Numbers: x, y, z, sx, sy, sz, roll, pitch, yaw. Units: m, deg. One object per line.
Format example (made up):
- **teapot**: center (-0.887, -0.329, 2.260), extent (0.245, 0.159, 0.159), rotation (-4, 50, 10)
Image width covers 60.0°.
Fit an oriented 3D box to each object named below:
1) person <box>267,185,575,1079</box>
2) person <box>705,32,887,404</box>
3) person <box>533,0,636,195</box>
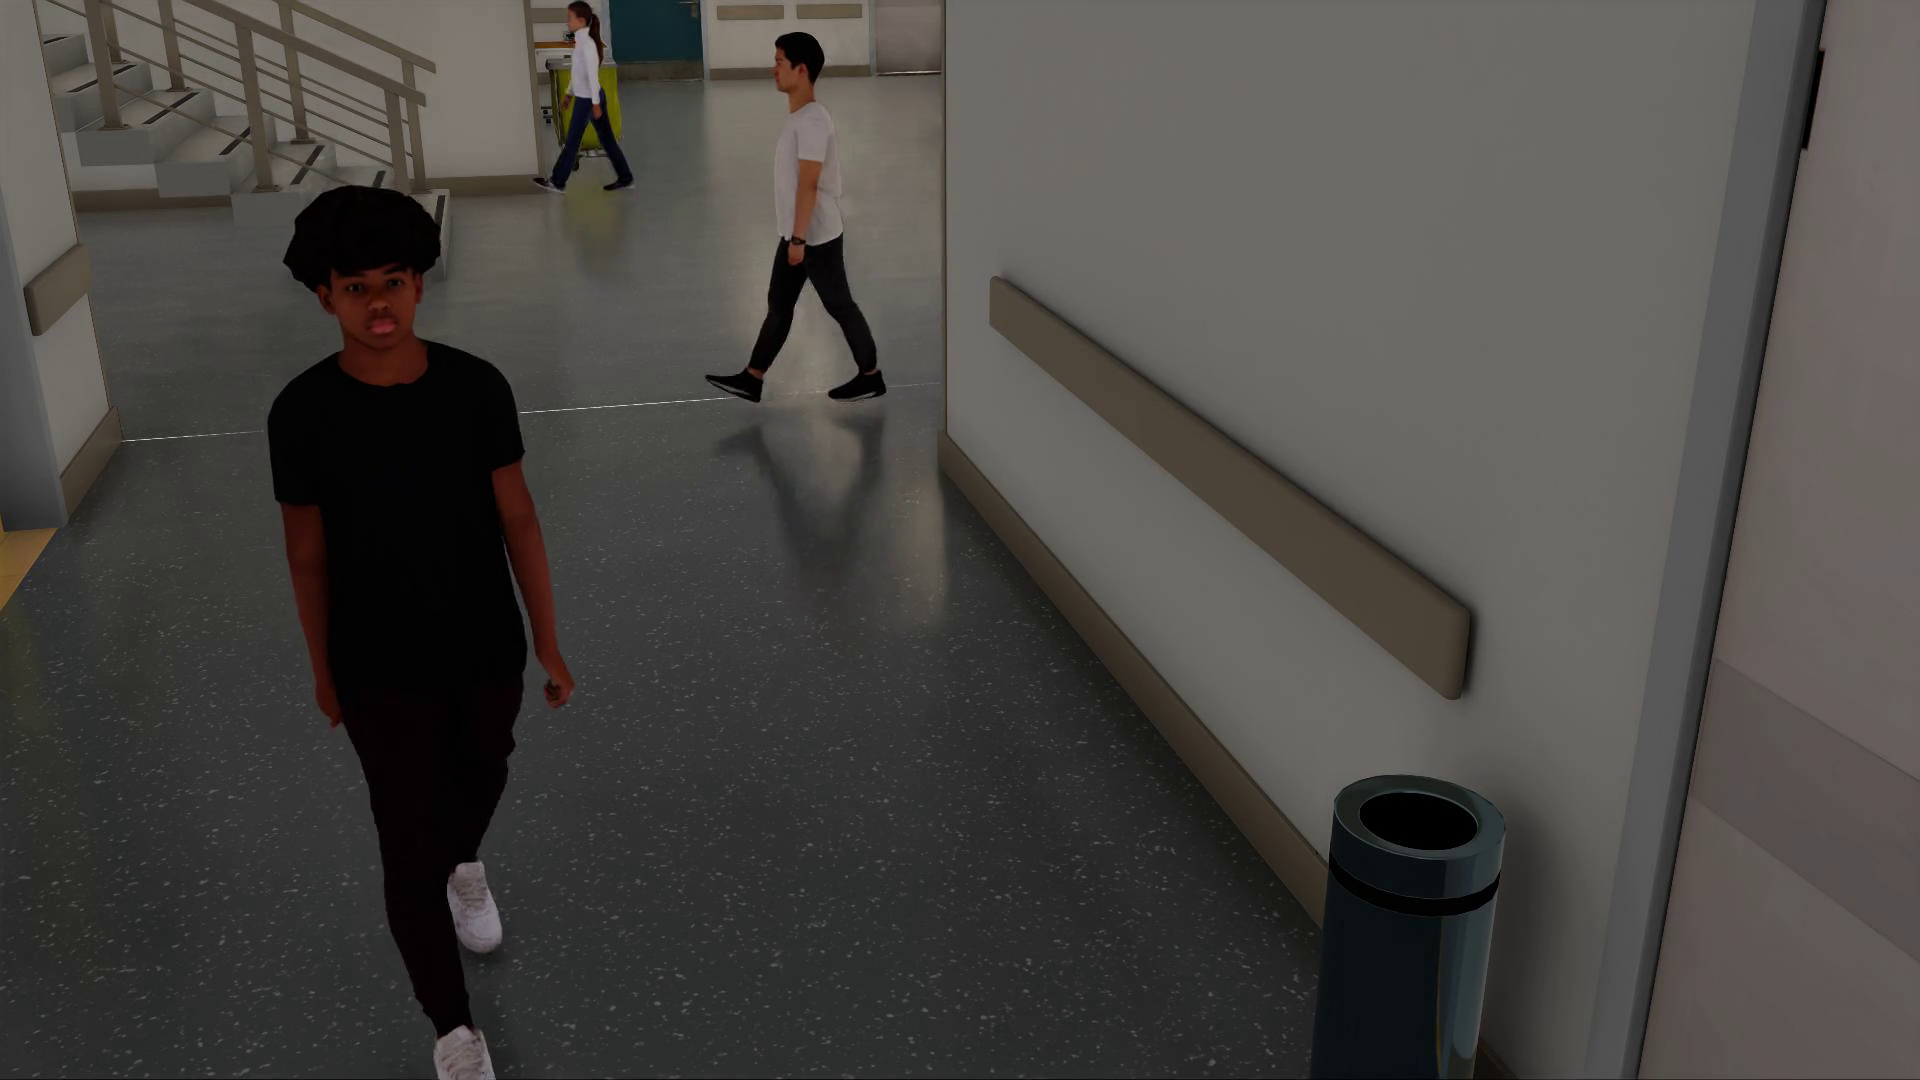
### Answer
- **person**: center (-1.076, 0.174, 3.359), extent (1.123, 1.748, 0.906), rotation (-12, 24, -29)
- **person**: center (-0.609, -1.417, 7.612), extent (1.061, 1.680, 0.652), rotation (-6, 22, -15)
- **person**: center (-2.935, -3.571, 13.578), extent (1.039, 1.515, 0.538), rotation (-6, 21, -15)
